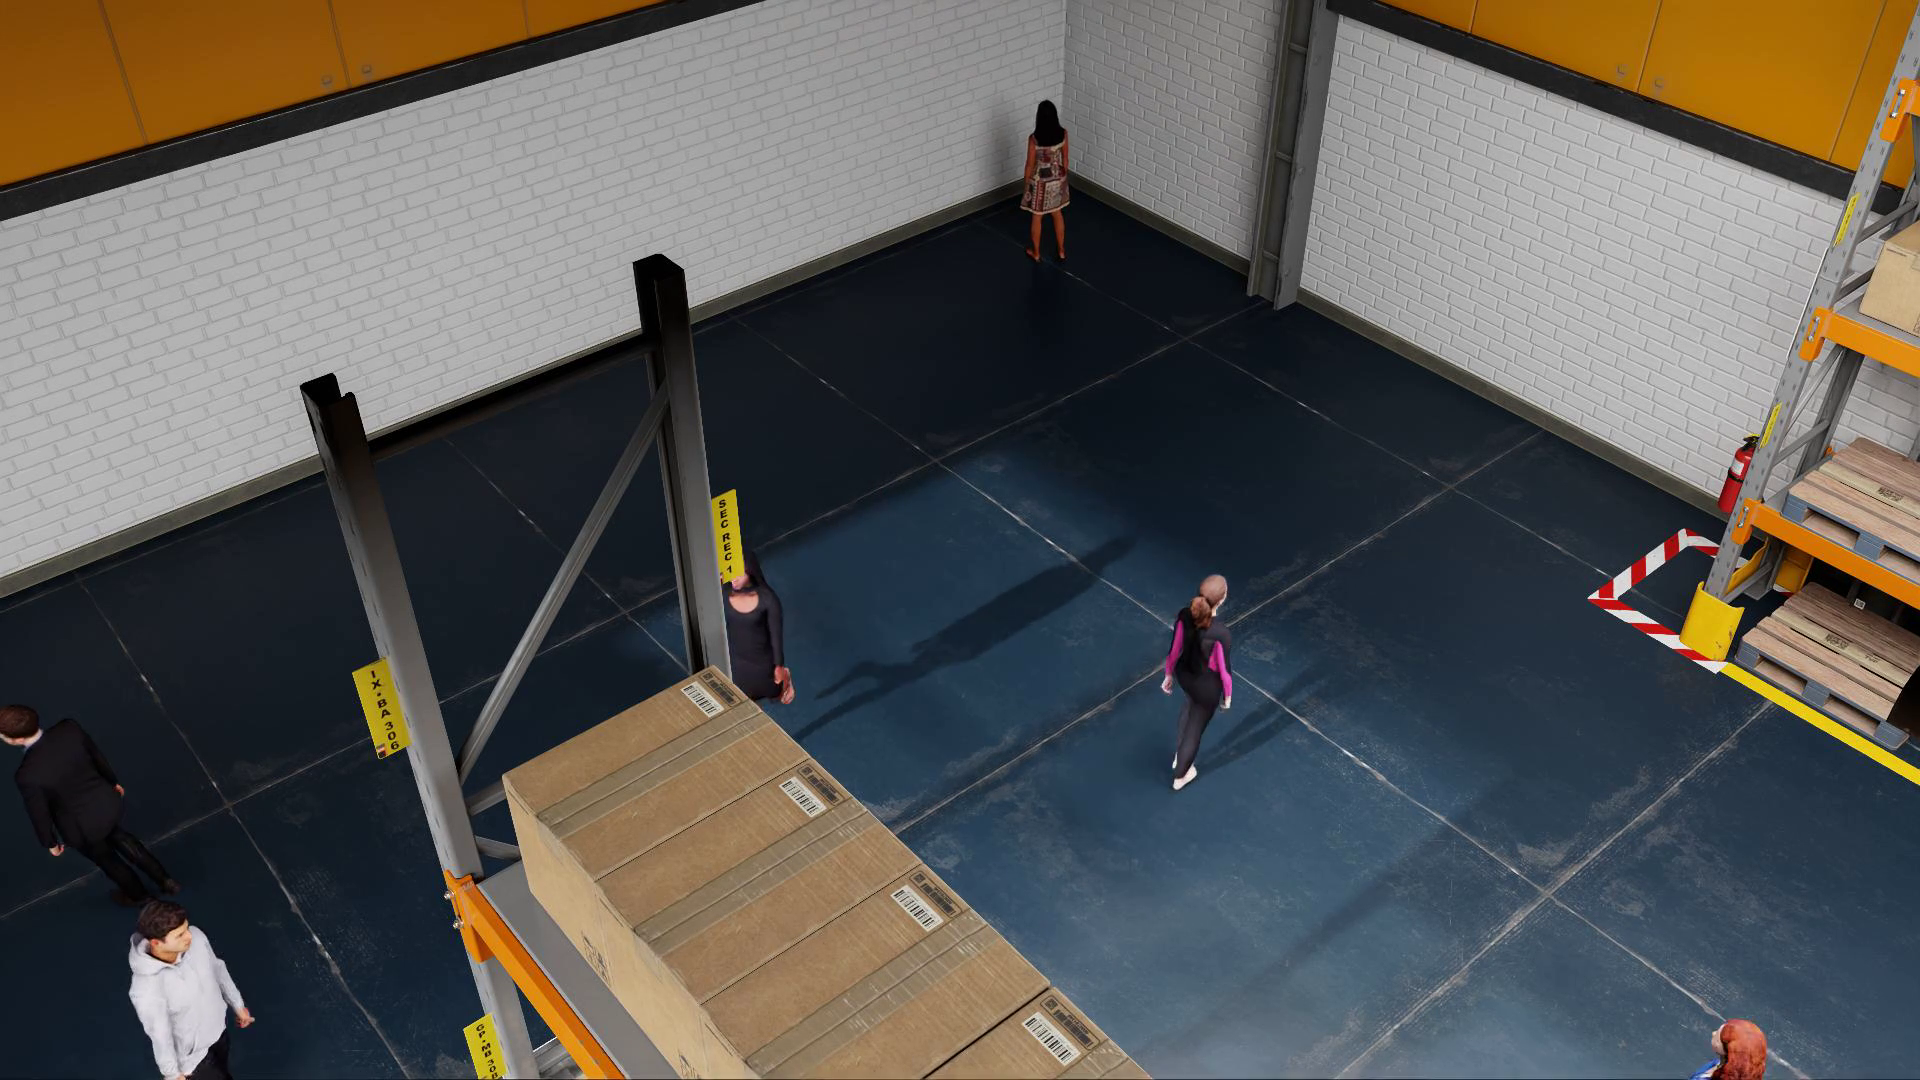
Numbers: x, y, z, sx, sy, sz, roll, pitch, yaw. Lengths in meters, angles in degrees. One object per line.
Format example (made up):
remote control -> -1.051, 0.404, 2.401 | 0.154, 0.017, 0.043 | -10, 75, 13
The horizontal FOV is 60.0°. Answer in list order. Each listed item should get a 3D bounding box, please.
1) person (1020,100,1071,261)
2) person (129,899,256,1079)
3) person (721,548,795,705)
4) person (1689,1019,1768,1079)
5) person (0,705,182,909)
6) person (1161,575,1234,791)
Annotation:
person -> 0.850, -3.471, 16.112 | 0.762, 1.645, 0.753 | -13, 41, -16
person -> -3.963, 2.509, 8.416 | 0.878, 1.904, 0.822 | 5, 39, 7
person -> -1.305, 0.722, 10.821 | 1.040, 1.694, 1.062 | 7, 39, 9
person -> 3.570, 2.989, 7.910 | 0.667, 1.786, 1.155 | -31, 48, -33
person -> -4.981, 1.593, 9.597 | 0.975, 1.861, 0.922 | 13, 40, 16
person -> 1.450, 0.954, 10.499 | 0.611, 1.735, 0.693 | 29, 47, 31
